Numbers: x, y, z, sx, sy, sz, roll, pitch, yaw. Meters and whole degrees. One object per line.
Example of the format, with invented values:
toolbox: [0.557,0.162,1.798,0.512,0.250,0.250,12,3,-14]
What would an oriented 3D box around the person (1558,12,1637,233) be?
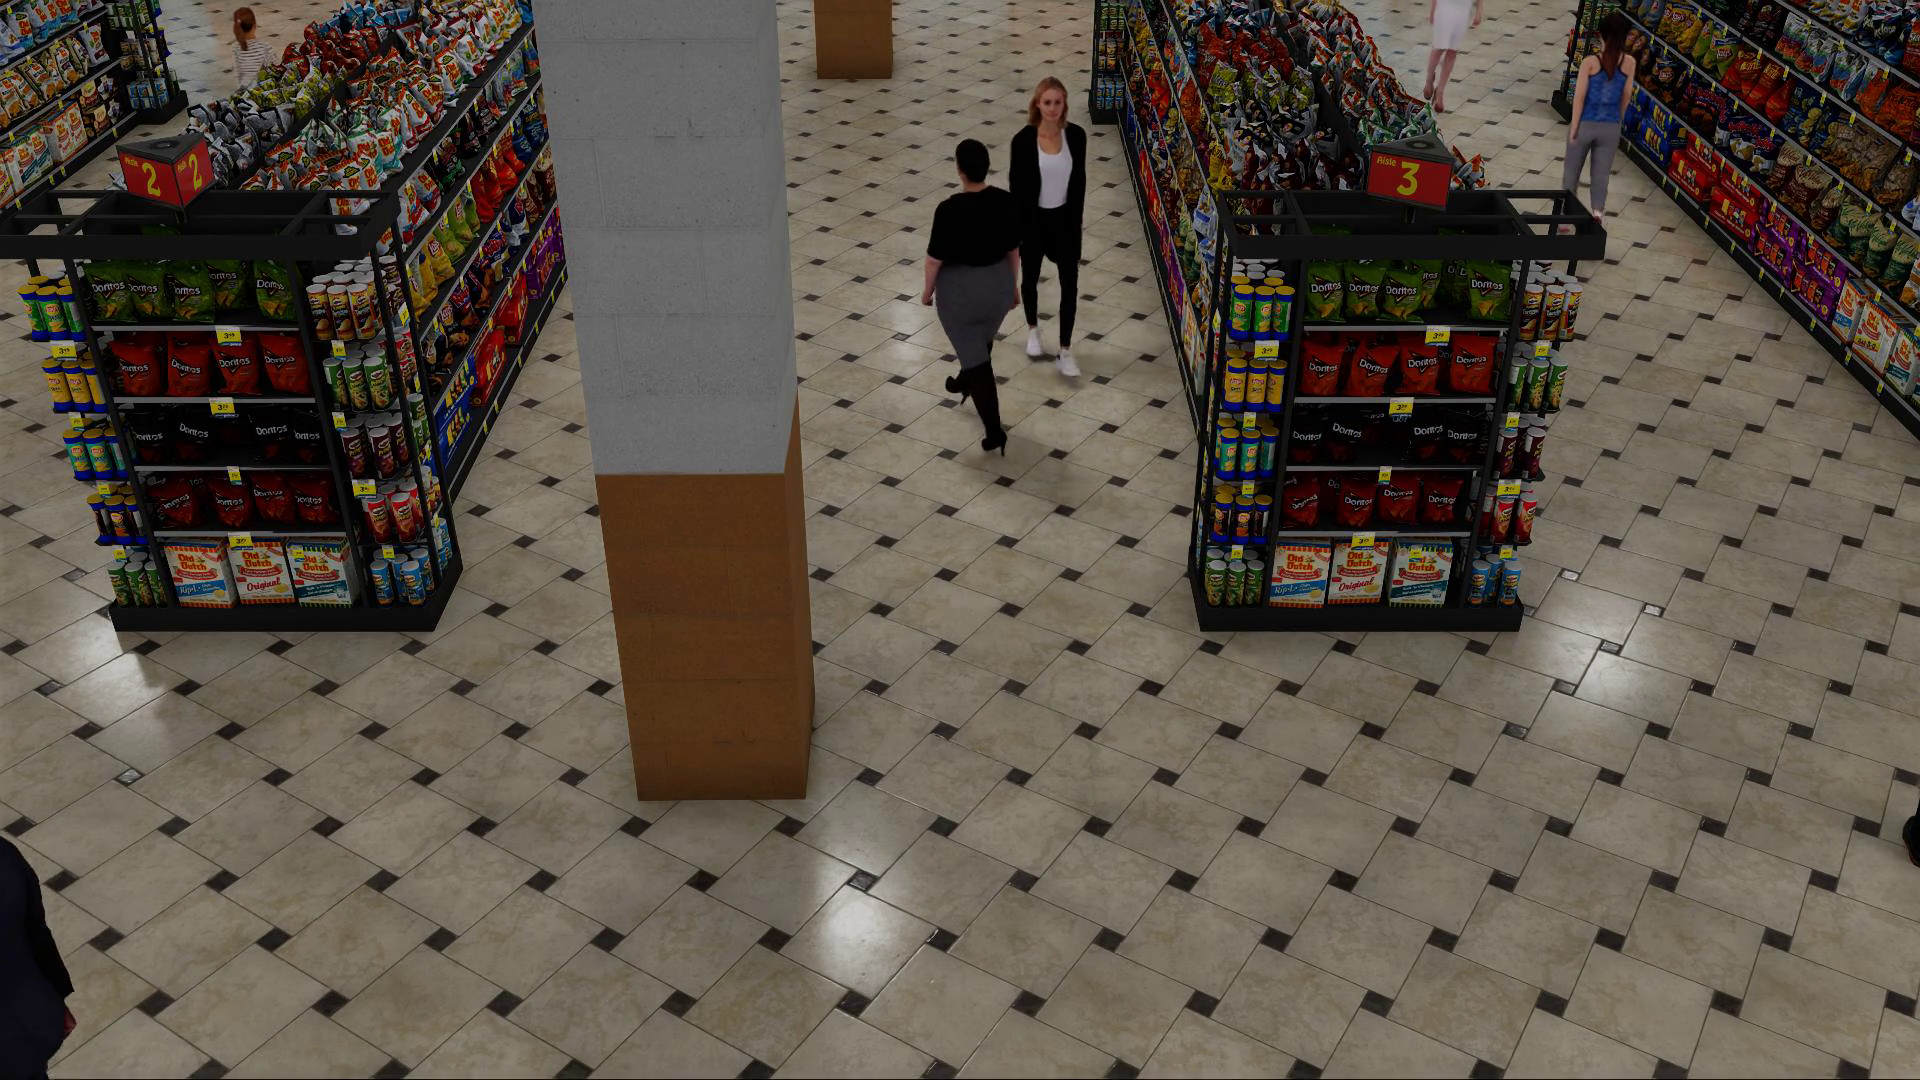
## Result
person: [4.497,-2.867,11.725,0.626,1.592,0.954,3,32,5]

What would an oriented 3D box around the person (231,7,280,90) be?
person: [-5.438,-3.436,12.914,0.544,1.302,0.737,-5,32,-7]

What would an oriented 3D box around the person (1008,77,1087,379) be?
person: [0.505,-1.918,10.026,0.714,1.775,0.950,-5,32,-8]

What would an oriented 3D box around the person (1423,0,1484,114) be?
person: [4.228,-4.567,14.276,0.564,1.782,0.635,0,32,0]

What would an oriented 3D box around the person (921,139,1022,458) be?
person: [0.137,-1.252,9.011,0.981,1.717,1.173,-16,35,-24]
